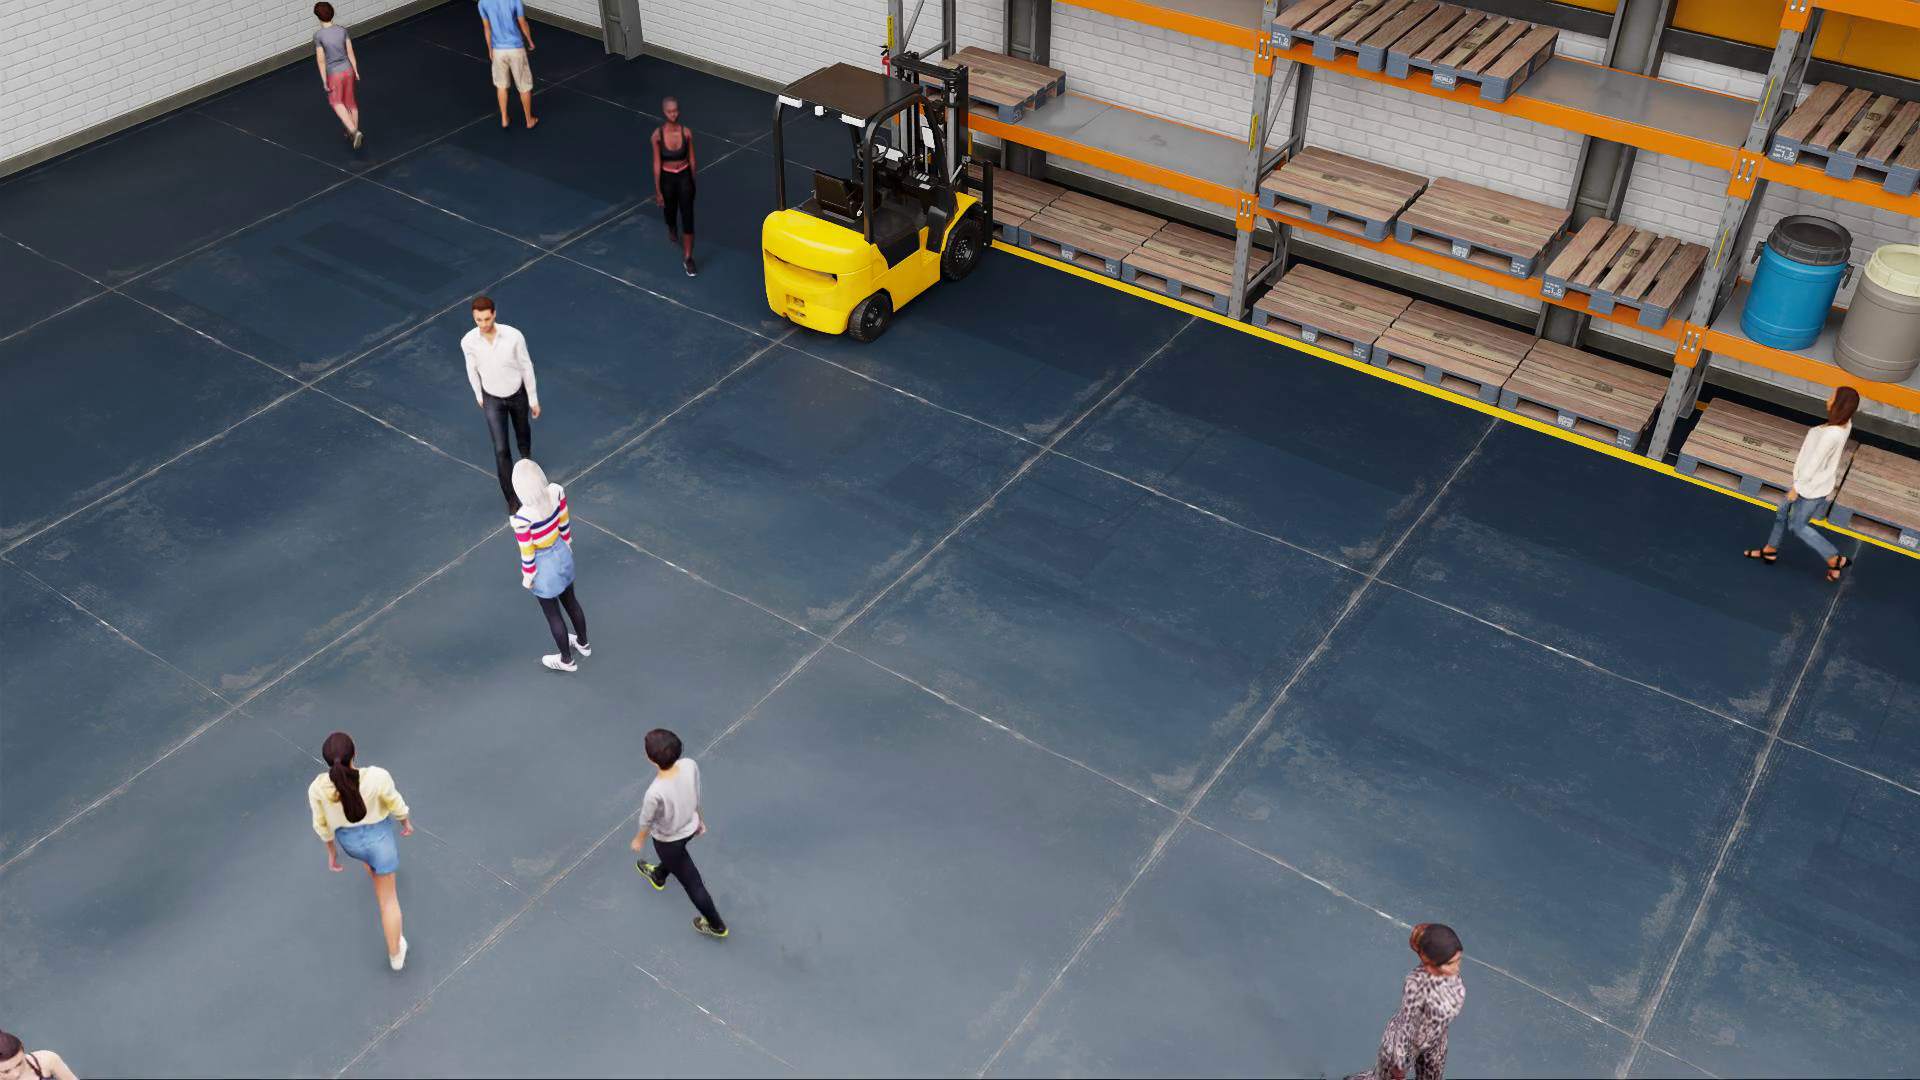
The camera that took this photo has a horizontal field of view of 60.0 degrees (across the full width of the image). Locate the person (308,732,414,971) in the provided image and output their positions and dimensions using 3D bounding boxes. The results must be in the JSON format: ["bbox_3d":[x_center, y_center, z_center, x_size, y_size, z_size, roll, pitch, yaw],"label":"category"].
[{"bbox_3d":[-3.450,1.829,9.709,1.127,1.579,1.206,-8,39,-9],"label":"person"}]

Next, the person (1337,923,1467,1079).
[{"bbox_3d":[2.328,2.570,8.680,0.768,1.705,0.987,-23,44,-26],"label":"person"}]

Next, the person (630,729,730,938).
[{"bbox_3d":[-1.620,1.774,9.832,1.020,1.511,0.596,21,43,24],"label":"person"}]

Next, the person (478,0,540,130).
[{"bbox_3d":[-5.046,-5.482,18.641,0.785,1.857,0.867,-1,39,-2],"label":"person"}]

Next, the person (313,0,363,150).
[{"bbox_3d":[-6.801,-5.081,18.316,0.727,1.635,0.950,-27,46,-29],"label":"person"}]

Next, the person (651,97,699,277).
[{"bbox_3d":[-2.785,-3.512,16.265,0.967,1.743,1.074,-11,40,-13],"label":"person"}]

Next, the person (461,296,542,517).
[{"bbox_3d":[-3.624,-1.184,13.287,1.146,1.821,1.266,-10,40,-12],"label":"person"}]

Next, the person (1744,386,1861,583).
[{"bbox_3d":[6.436,-0.381,12.408,0.927,1.663,0.596,24,45,27],"label":"person"}]

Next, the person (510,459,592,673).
[{"bbox_3d":[-2.854,0.170,11.603,0.550,1.808,0.669,19,42,22],"label":"person"}]
